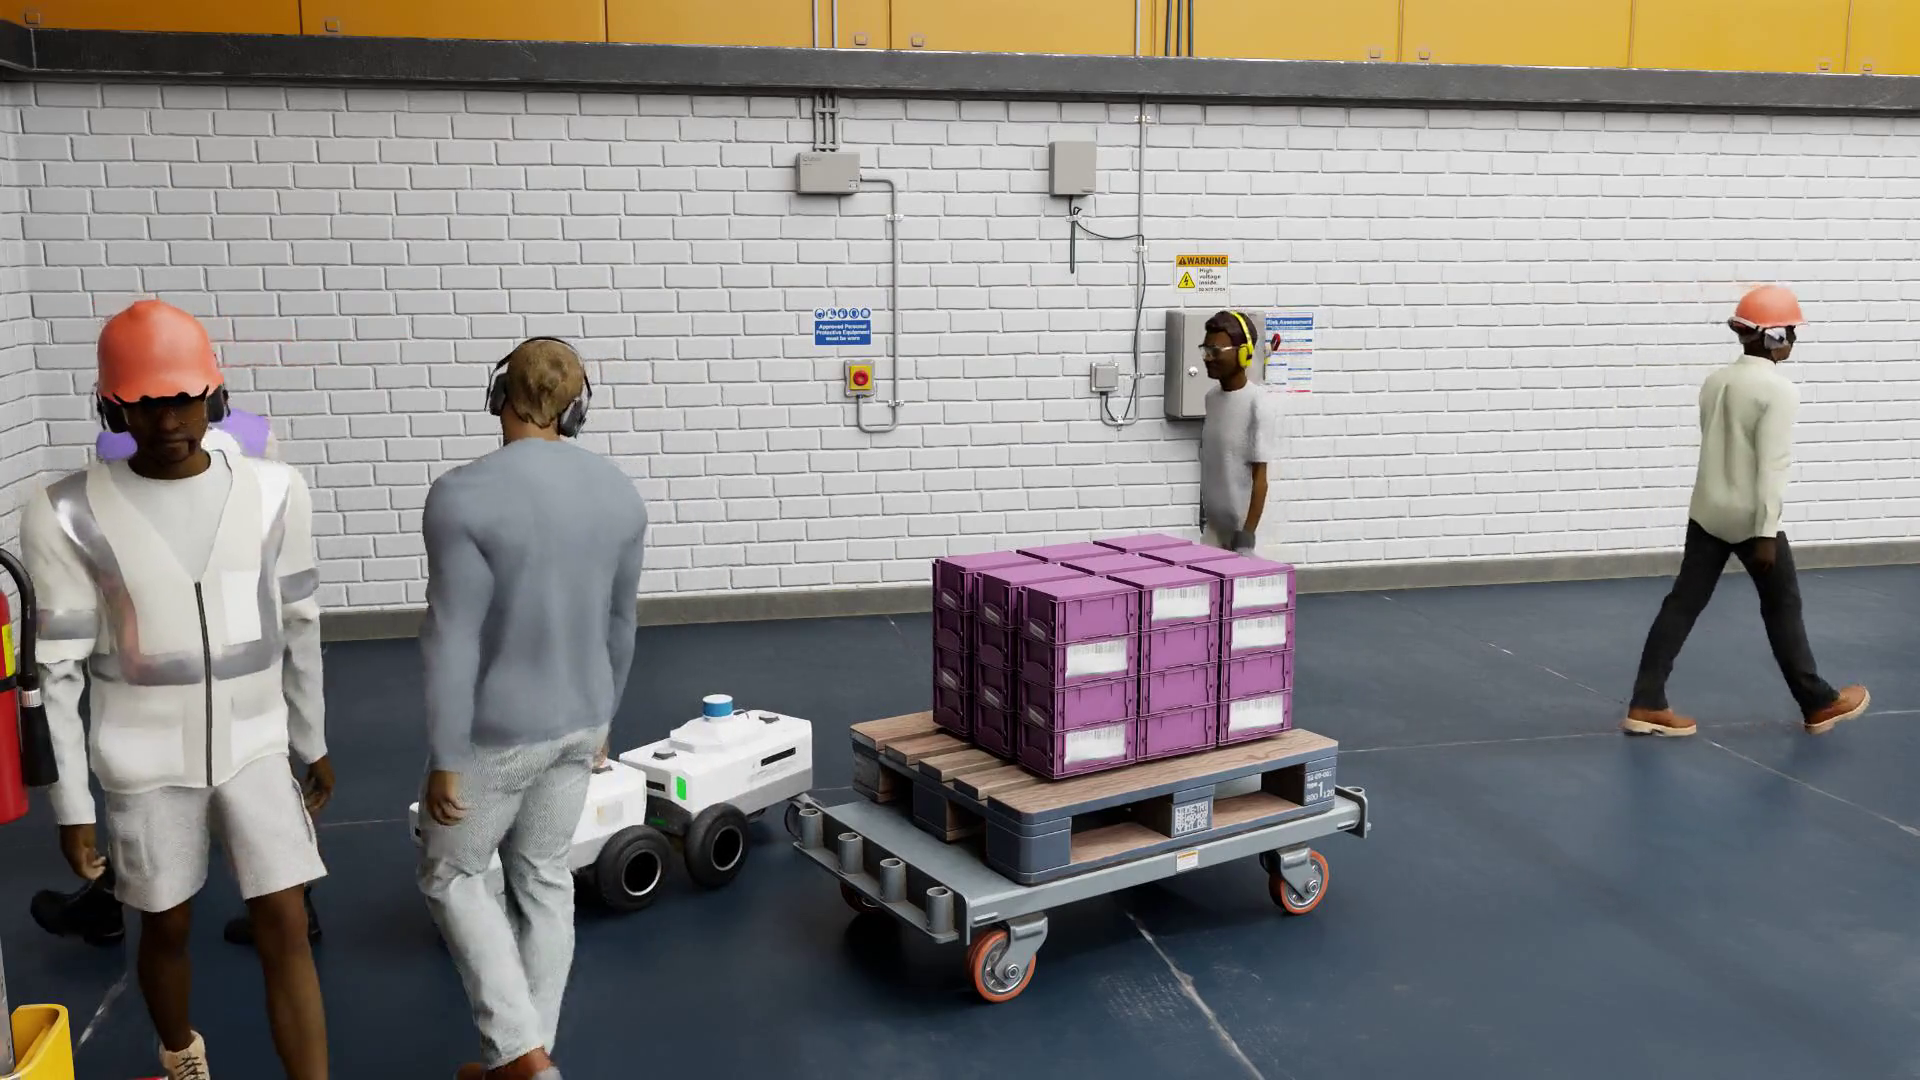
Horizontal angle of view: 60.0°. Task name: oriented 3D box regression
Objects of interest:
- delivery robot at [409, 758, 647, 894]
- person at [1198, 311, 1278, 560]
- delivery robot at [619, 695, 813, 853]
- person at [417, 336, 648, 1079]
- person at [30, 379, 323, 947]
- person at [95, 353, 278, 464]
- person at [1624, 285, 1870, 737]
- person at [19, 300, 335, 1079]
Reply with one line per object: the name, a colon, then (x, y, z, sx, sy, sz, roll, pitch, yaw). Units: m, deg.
delivery robot: (-1.348, 0.877, 5.228, 0.477, 0.478, 0.707, 10, 14, 43)
person: (1.034, -0.014, 6.882, 0.841, 1.838, 0.546, -5, 11, -24)
delivery robot: (-0.834, 0.780, 5.766, 0.477, 0.478, 0.707, 7, 12, 35)
person: (-1.052, 0.463, 4.057, 0.418, 1.895, 0.677, 7, 12, 35)
person: (-2.372, 0.300, 4.966, 0.930, 1.891, 0.547, 2, 10, 11)
person: (-2.598, 0.198, 5.696, 0.563, 1.838, 0.372, -6, 12, -29)
person: (3.382, -0.105, 7.086, 1.098, 1.931, 0.641, -2, 10, -10)
person: (-1.633, 0.494, 3.618, 0.622, 1.992, 1.004, -8, 13, -37)
